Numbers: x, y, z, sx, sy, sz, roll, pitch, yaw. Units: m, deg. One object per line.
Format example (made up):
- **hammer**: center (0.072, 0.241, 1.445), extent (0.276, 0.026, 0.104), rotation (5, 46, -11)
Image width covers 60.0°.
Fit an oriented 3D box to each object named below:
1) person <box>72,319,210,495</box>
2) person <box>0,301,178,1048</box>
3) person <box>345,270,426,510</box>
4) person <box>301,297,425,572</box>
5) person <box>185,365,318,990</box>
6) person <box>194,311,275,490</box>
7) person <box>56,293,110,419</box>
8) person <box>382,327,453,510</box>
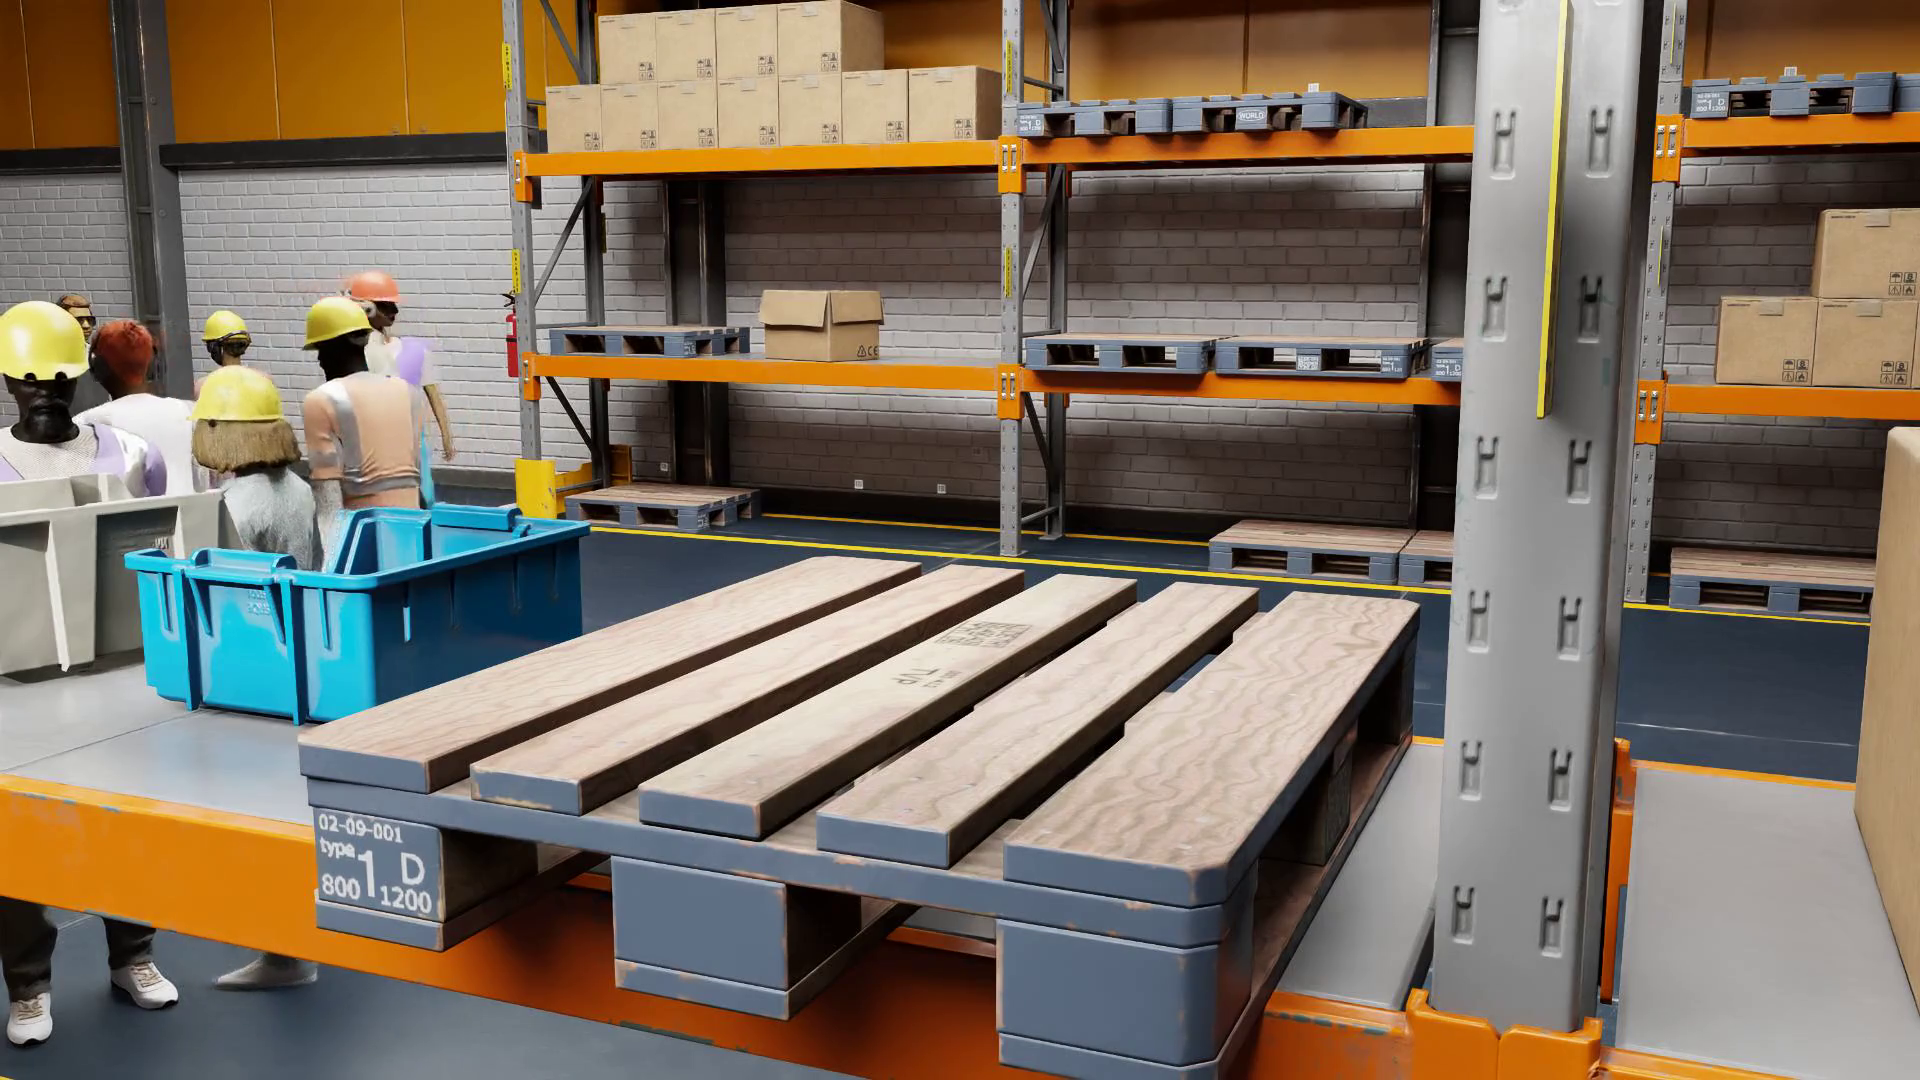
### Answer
- **person**: center (-2.925, 0.122, 6.021), extent (1.006, 1.830, 0.552), rotation (8, 13, 41)
- **person**: center (-2.343, 0.343, 4.366), extent (0.594, 1.922, 0.382), rotation (-8, 13, -41)
- **person**: center (-3.320, -0.553, 9.558), extent (0.439, 1.977, 0.620), rotation (-1, 10, -8)
- **person**: center (-2.400, -0.009, 6.610), extent (0.760, 1.887, 0.597), rotation (6, 11, 32)
- **person**: center (-1.957, 0.385, 4.659), extent (0.314, 1.743, 0.489), rotation (0, 9, 1)
- **person**: center (-3.885, -0.341, 8.941), extent (0.326, 1.767, 0.533), rotation (4, 10, 22)
- **person**: center (-5.141, -0.514, 9.734), extent (0.327, 1.843, 0.516), rotation (4, 10, 21)
- **person**: center (-3.528, -0.609, 10.455), extent (0.705, 1.805, 0.402), rotation (-3, 10, -16)
